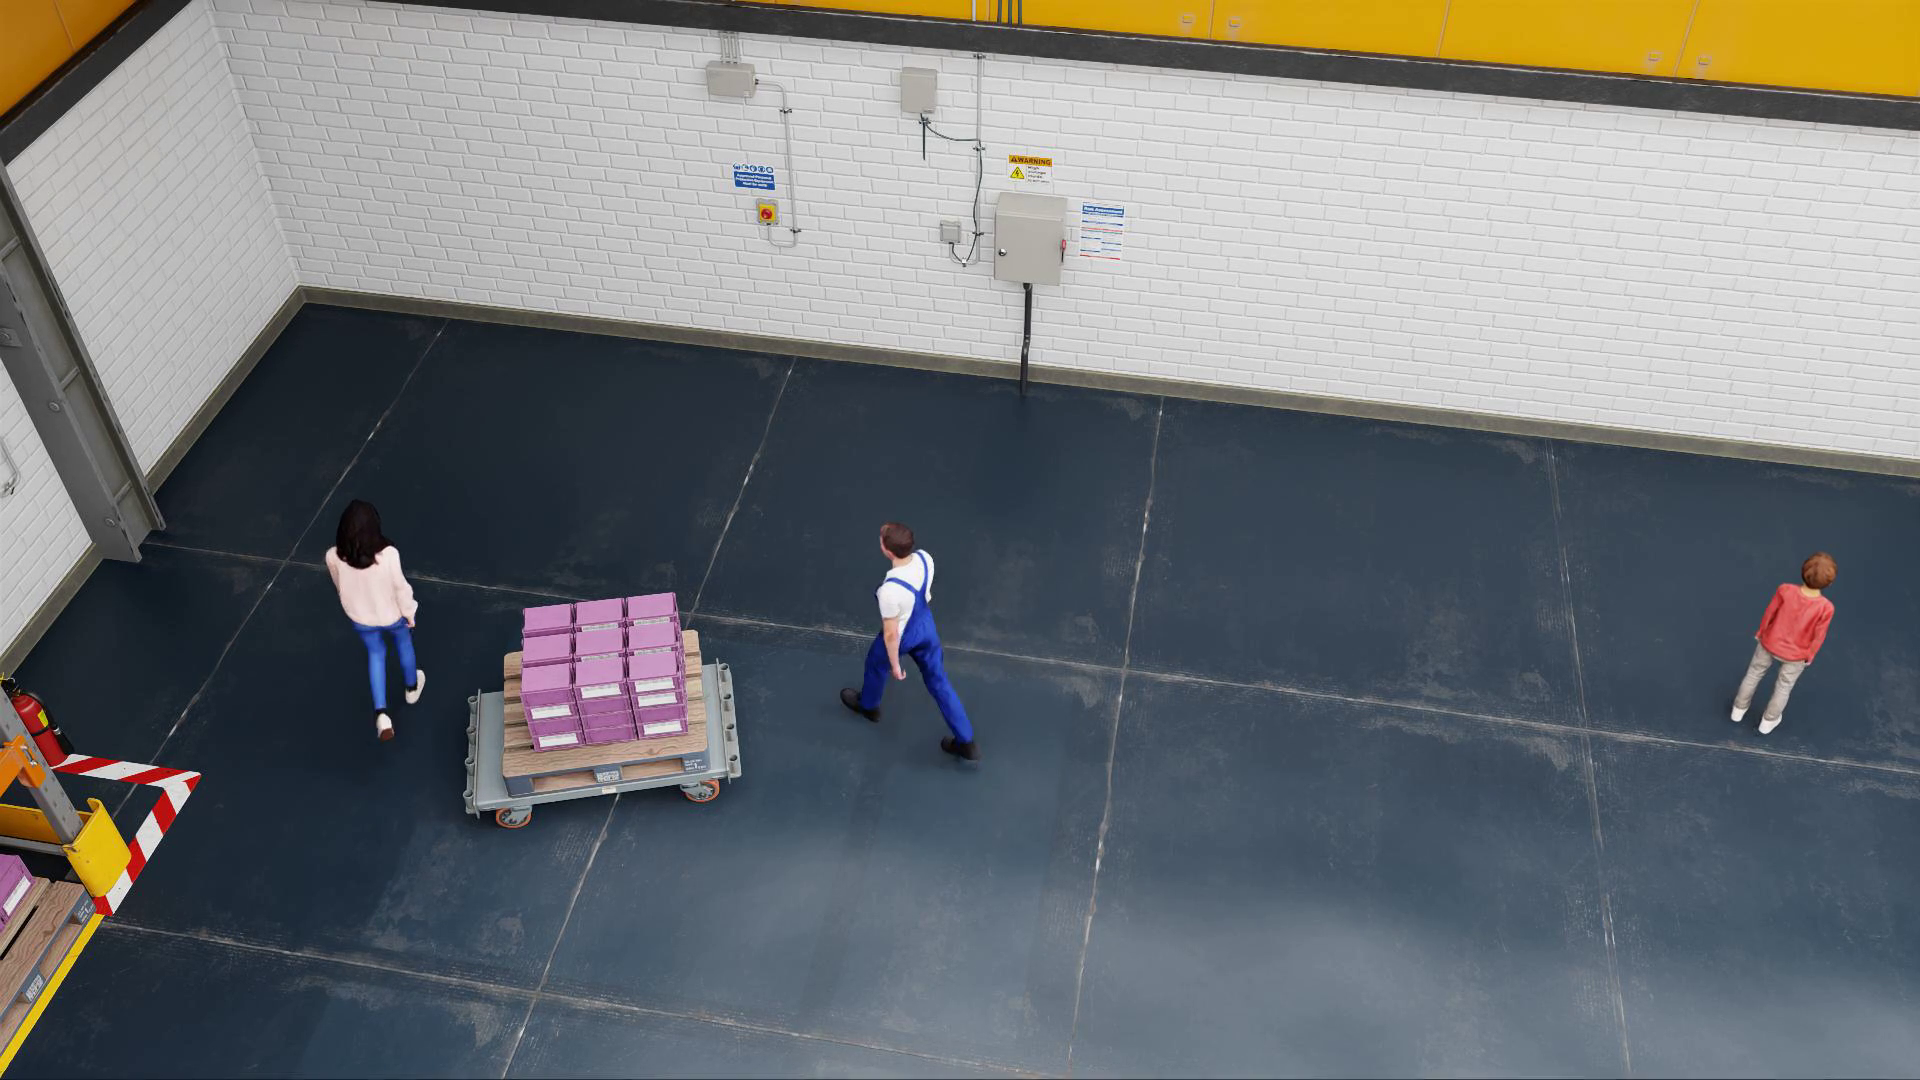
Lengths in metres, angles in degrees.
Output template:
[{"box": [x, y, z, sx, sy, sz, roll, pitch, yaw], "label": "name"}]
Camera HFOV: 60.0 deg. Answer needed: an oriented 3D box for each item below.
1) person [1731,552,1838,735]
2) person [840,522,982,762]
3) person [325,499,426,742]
[{"box": [5.118, 0.645, 10.316, 0.593, 1.417, 0.620, 32, 52, 29], "label": "person"}, {"box": [-0.232, 0.637, 10.043, 1.156, 1.805, 1.293, 31, 52, 28], "label": "person"}, {"box": [-3.581, 0.524, 10.207, 0.773, 1.743, 1.019, -2, 44, -2], "label": "person"}]
